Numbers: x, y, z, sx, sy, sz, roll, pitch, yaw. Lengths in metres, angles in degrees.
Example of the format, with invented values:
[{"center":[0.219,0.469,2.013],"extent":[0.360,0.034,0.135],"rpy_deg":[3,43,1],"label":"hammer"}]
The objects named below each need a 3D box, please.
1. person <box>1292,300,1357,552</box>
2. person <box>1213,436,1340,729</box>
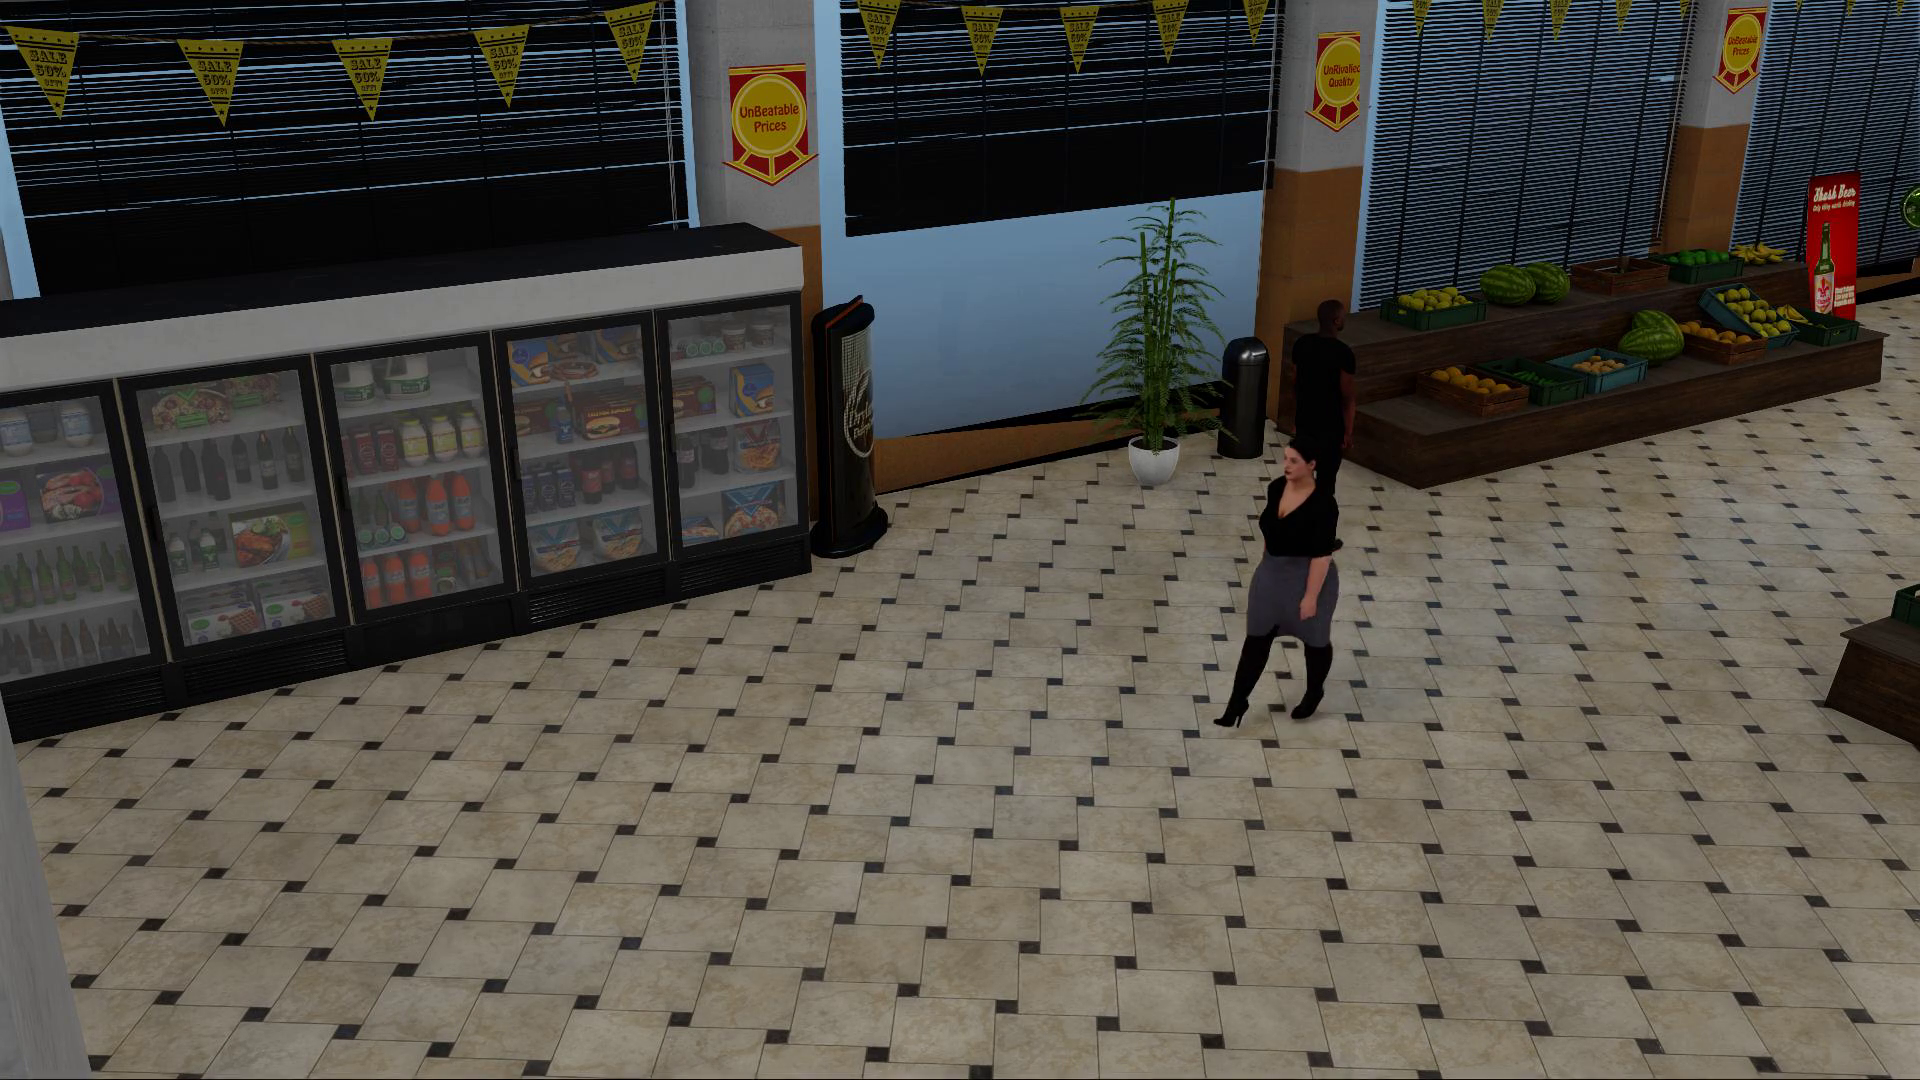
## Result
[{"center":[2.544,-0.807,11.754],"extent":[0.616,1.819,0.707],"rpy_deg":[-18,28,-38],"label":"person"},{"center":[1.940,0.243,9.269],"extent":[1.017,1.724,0.745],"rpy_deg":[-16,27,-34],"label":"person"}]
